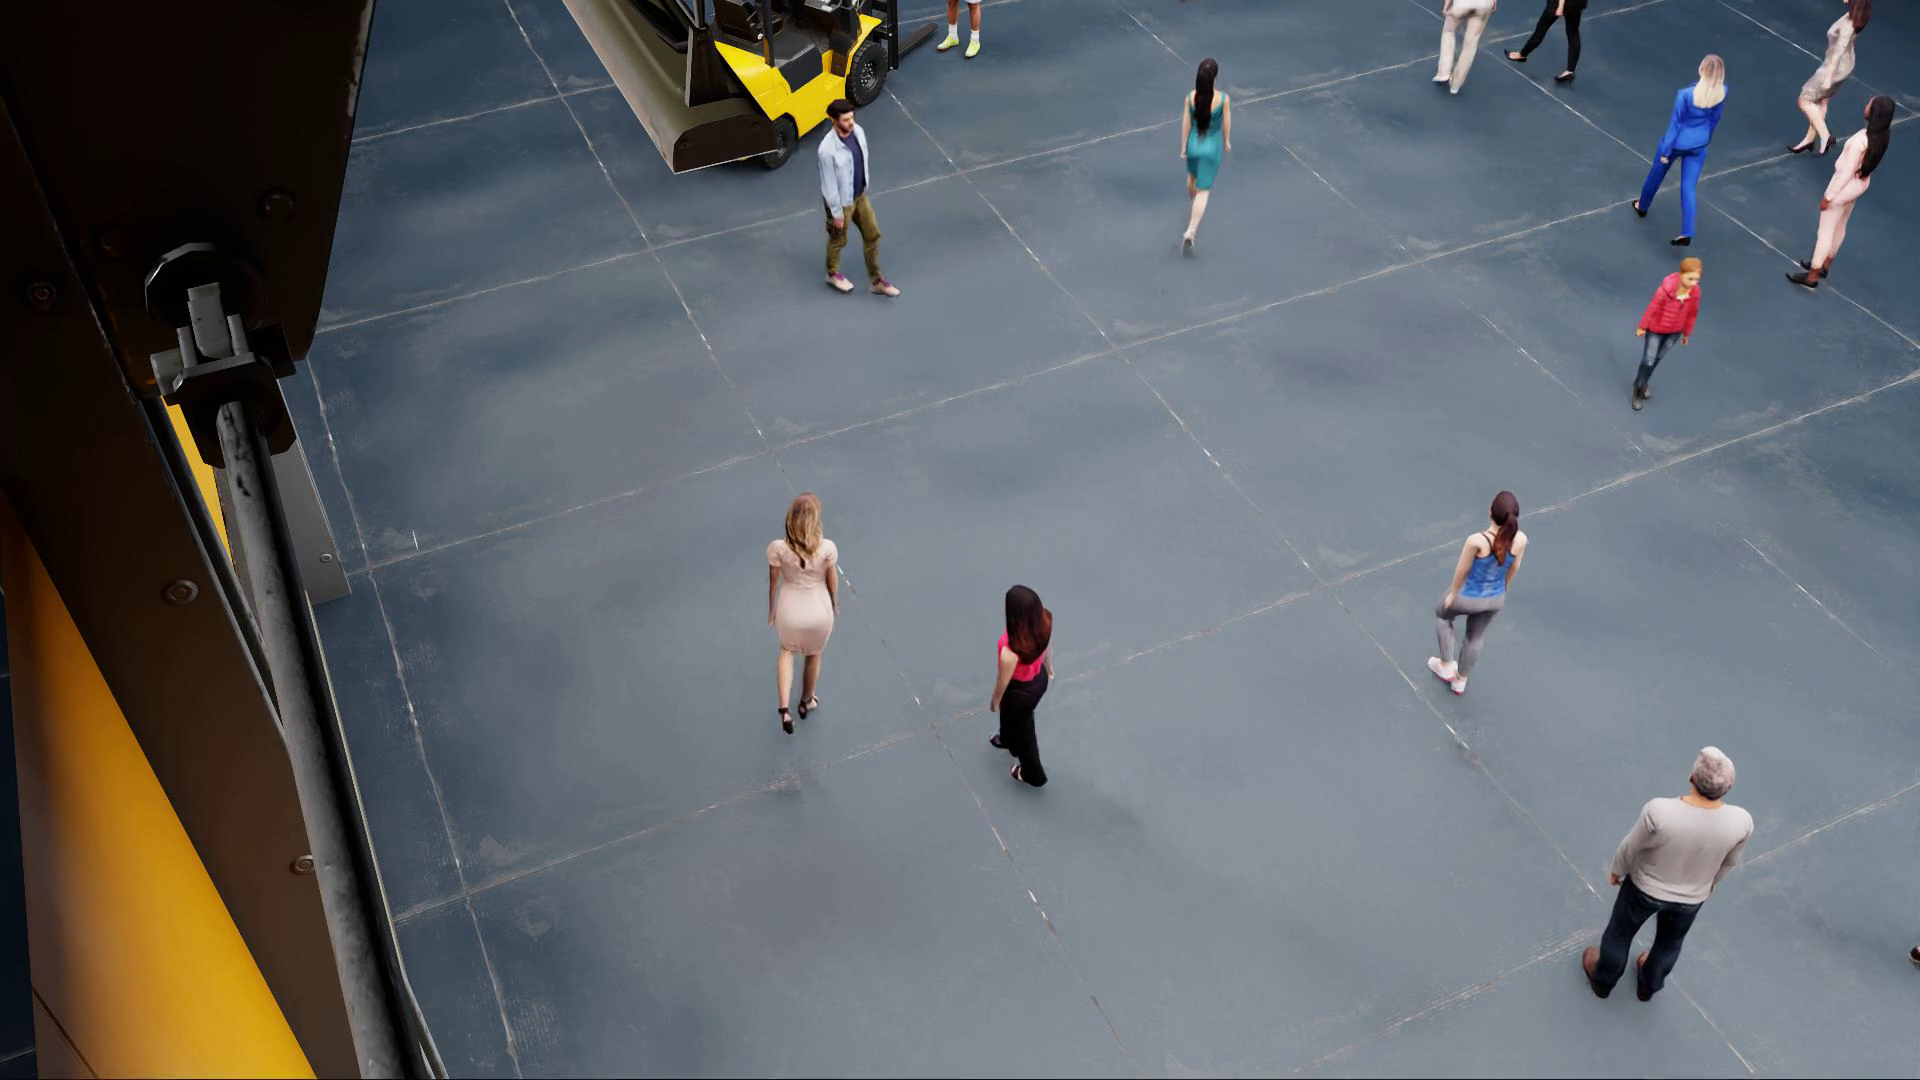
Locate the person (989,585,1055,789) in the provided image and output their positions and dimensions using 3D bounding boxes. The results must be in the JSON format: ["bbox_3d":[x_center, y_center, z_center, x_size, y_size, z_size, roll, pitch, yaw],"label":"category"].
[{"bbox_3d":[0.431,0.897,9.787,0.864,1.643,0.786,24,48,23],"label":"person"}]

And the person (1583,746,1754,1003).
[{"bbox_3d":[3.671,1.794,8.656,0.829,1.905,0.847,8,44,8],"label":"person"}]

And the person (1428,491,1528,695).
[{"bbox_3d":[3.240,0.388,10.354,0.664,1.598,0.691,-4,44,-4],"label":"person"}]

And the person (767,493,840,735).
[{"bbox_3d":[-0.955,0.528,10.054,0.807,1.810,0.904,1,44,1],"label":"person"}]

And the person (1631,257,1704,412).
[{"bbox_3d":[5.363,-1.650,12.709,0.655,1.302,0.723,0,44,0],"label":"person"}]

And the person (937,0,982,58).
[{"bbox_3d":[0.029,-5.765,16.639,0.703,1.839,0.785,19,47,19],"label":"person"}]

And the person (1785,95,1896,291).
[{"bbox_3d":[7.293,-2.870,13.685,0.670,1.721,0.623,-30,51,-28],"label":"person"}]

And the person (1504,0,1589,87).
[{"bbox_3d":[6.000,-5.207,16.209,0.795,1.623,1.079,-31,51,-28],"label":"person"}]

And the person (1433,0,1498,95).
[{"bbox_3d":[4.938,-5.136,15.983,0.809,1.831,0.830,4,44,4],"label":"person"}]

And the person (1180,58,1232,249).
[{"bbox_3d":[2.063,-3.258,14.145,0.987,1.649,1.050,14,45,14],"label":"person"}]

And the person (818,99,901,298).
[{"bbox_3d":[-1.000,-2.800,13.565,1.080,1.785,0.951,28,50,26],"label":"person"}]

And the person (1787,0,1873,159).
[{"bbox_3d":[8.009,-4.226,15.098,0.802,1.735,0.725,32,52,29],"label":"person"}]

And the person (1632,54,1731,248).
[{"bbox_3d":[6.220,-3.284,14.160,0.905,1.665,1.233,-3,44,-3],"label":"person"}]
